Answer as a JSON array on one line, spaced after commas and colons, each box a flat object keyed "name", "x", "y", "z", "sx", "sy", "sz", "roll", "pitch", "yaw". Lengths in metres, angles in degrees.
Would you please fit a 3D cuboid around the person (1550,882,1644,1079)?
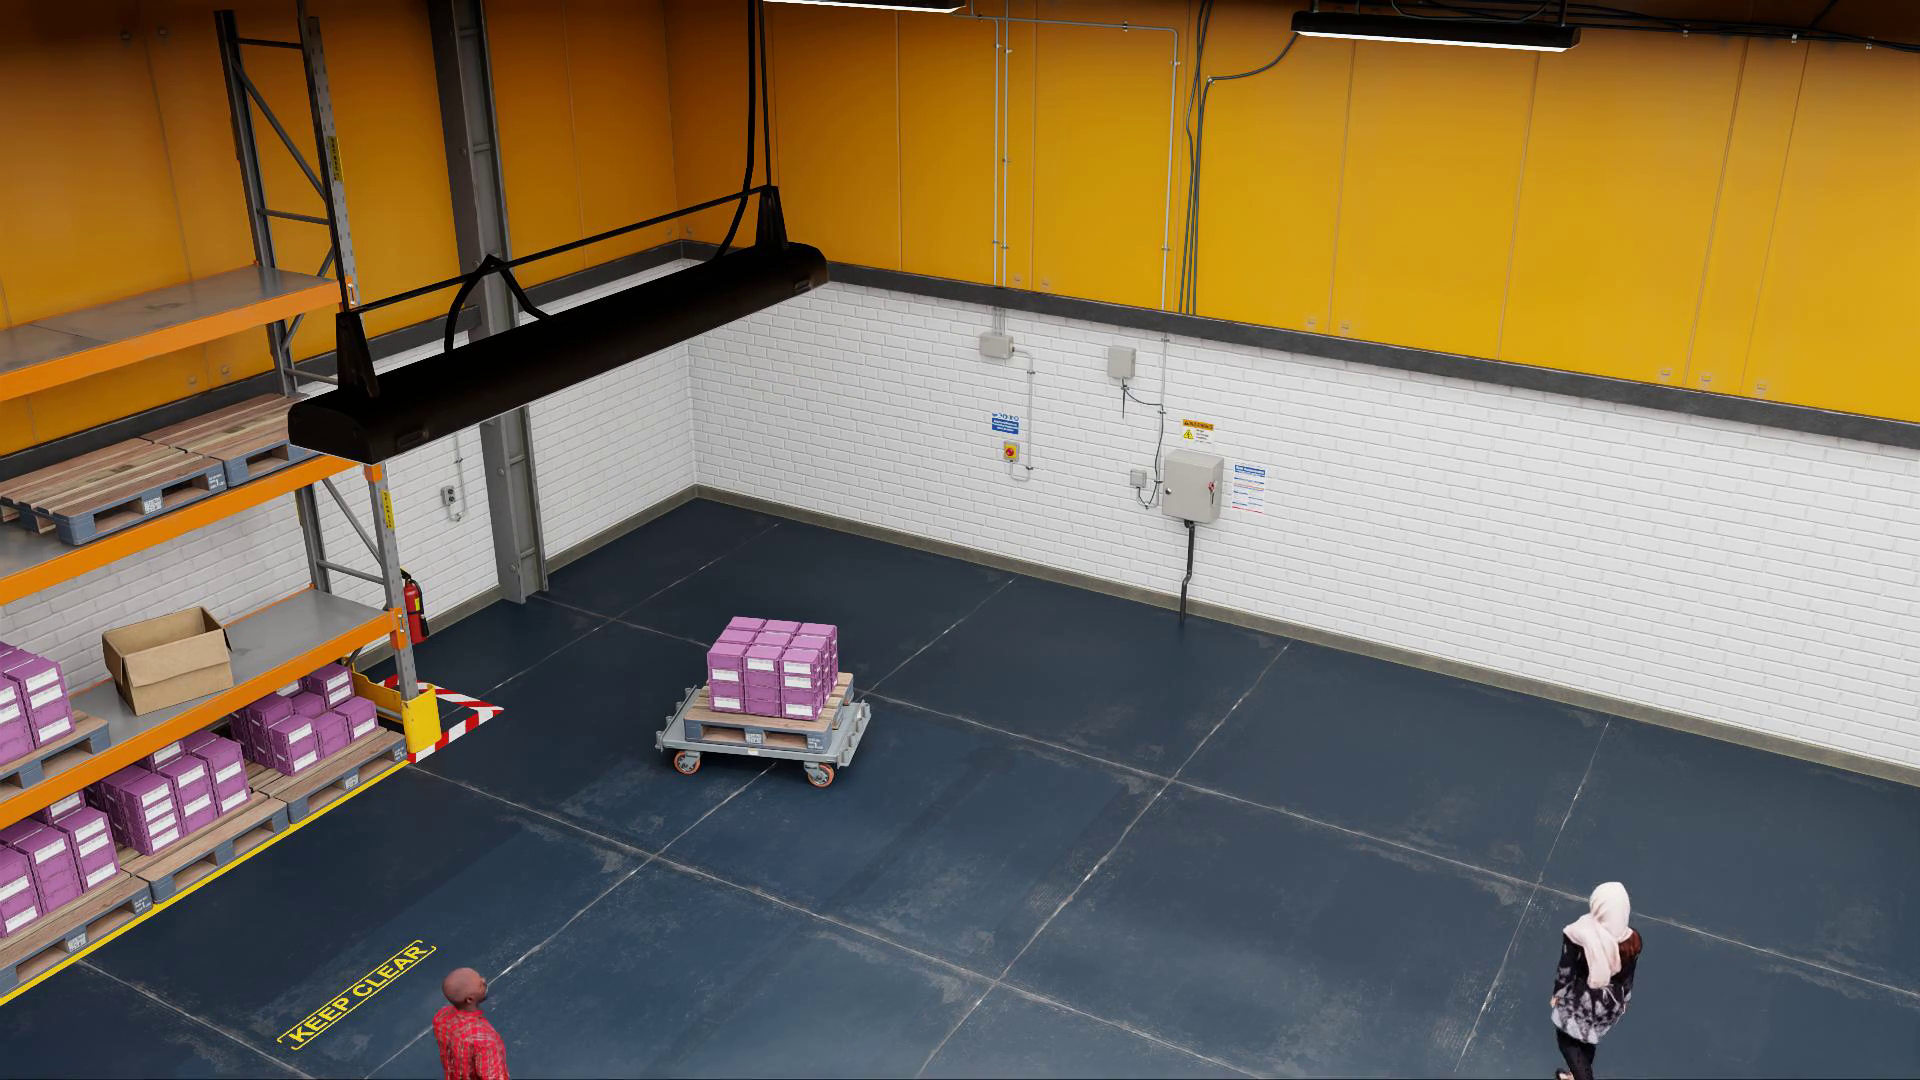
[{"name": "person", "x": 3.789, "y": 2.792, "z": 9.909, "sx": 0.948, "sy": 1.617, "sz": 1.043, "roll": -3, "pitch": 24, "yaw": -7}]

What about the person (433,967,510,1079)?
[{"name": "person", "x": -2.629, "y": 3.101, "z": 8.961, "sx": 0.947, "sy": 1.811, "sz": 0.814, "roll": -20, "pitch": 31, "yaw": -38}]
